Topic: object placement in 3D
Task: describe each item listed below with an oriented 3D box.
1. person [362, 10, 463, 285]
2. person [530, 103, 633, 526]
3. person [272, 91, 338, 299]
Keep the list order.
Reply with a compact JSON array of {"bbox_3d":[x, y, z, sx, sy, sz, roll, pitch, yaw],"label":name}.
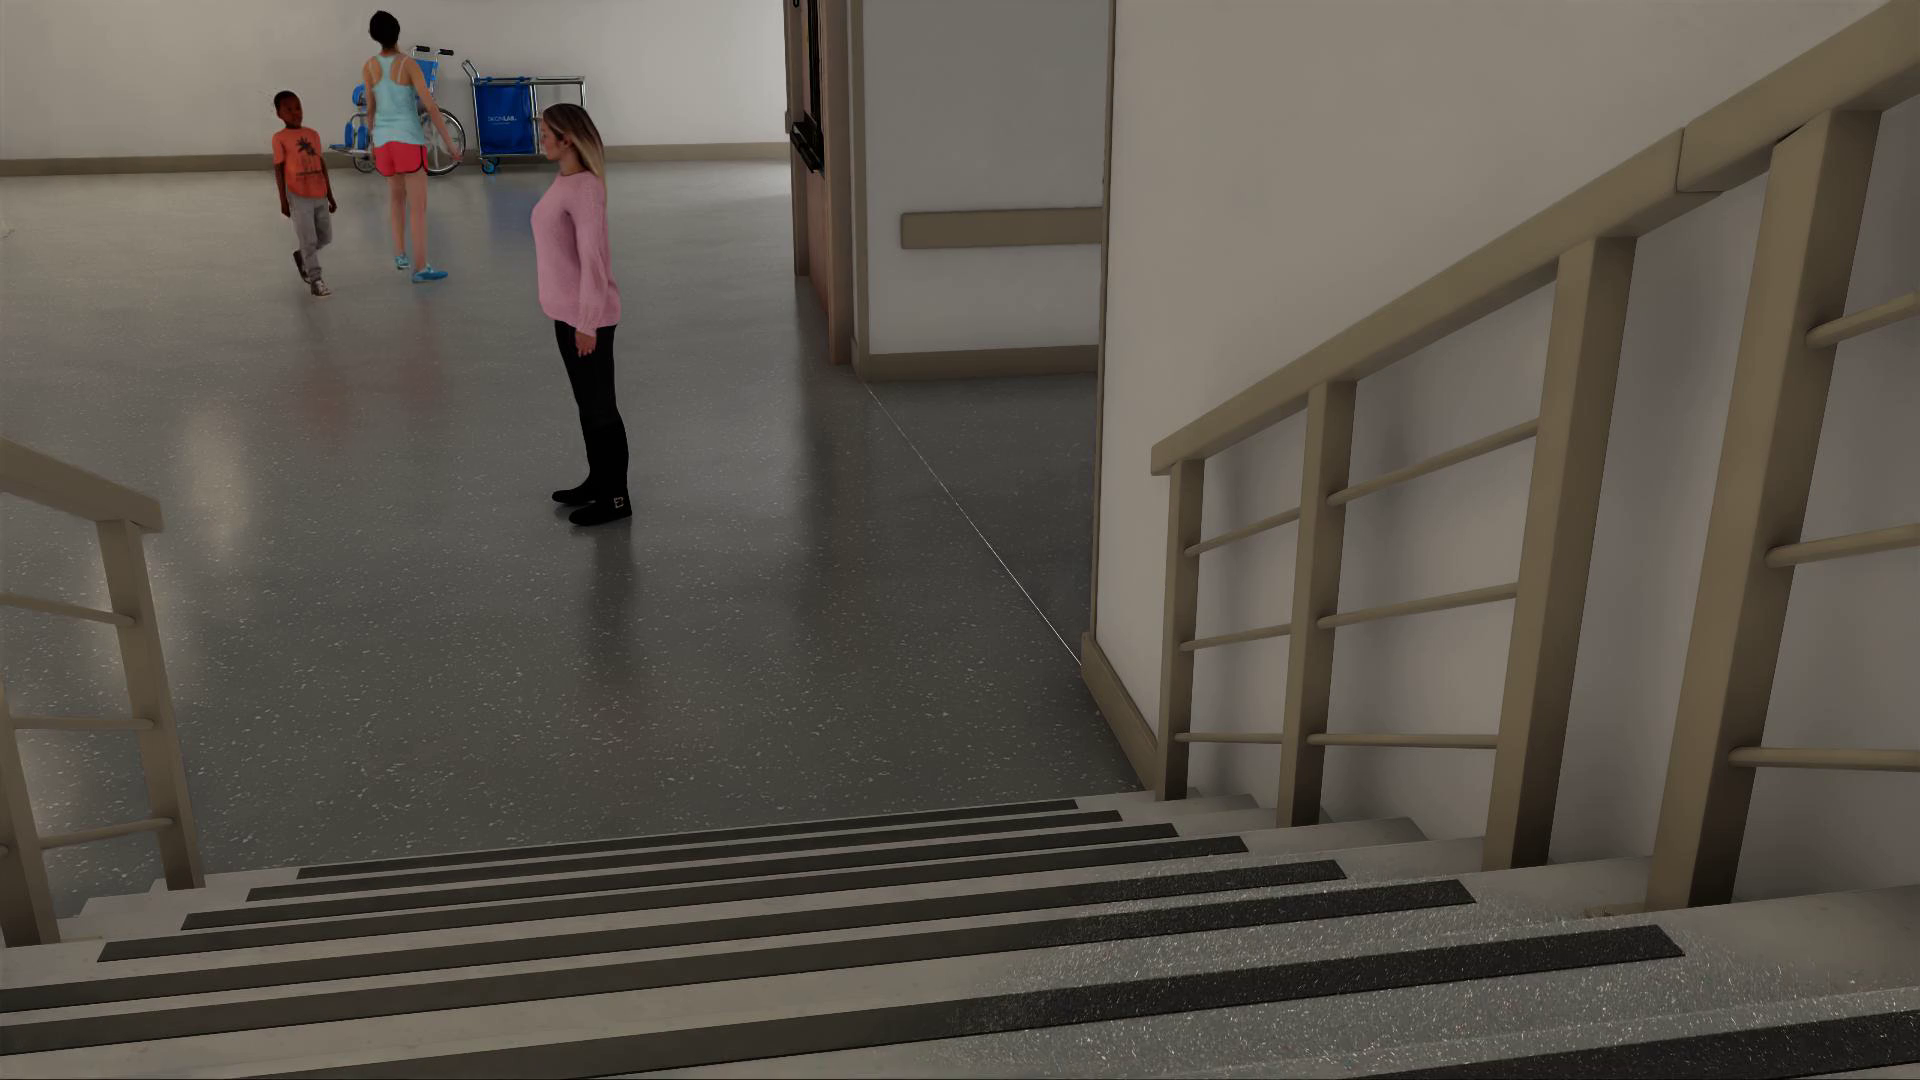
[{"bbox_3d":[-3.772,-2.605,11.099,0.852,1.761,0.792,9,23,23],"label":"person"},{"bbox_3d":[-1.507,-0.912,6.733,0.708,1.686,0.557,-9,22,-22],"label":"person"},{"bbox_3d":[-4.275,-2.248,10.812,0.863,1.297,0.762,19,28,40],"label":"person"}]
